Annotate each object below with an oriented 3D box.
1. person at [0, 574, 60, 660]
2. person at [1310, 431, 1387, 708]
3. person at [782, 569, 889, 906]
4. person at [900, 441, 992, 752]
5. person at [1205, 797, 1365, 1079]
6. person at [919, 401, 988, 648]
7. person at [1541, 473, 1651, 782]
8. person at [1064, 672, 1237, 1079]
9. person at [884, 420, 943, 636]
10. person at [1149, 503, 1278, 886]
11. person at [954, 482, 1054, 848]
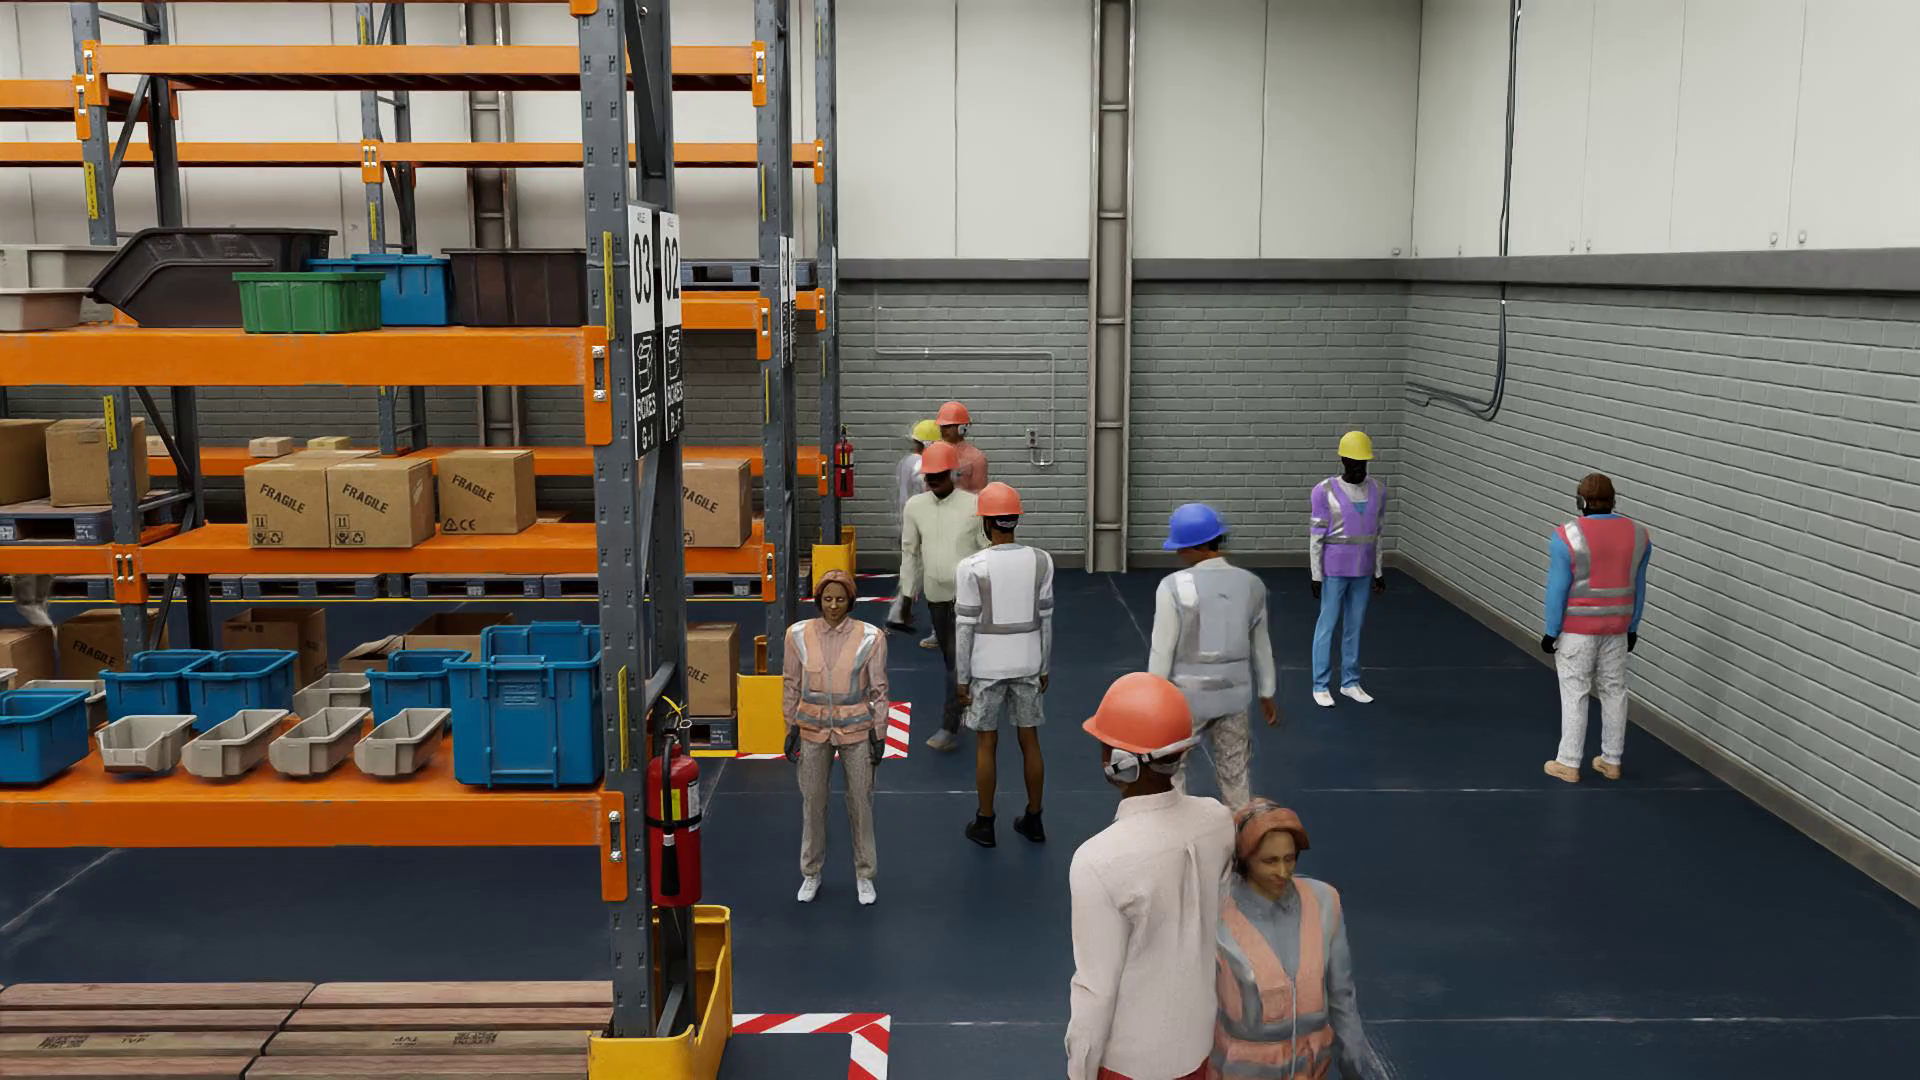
[{"bbox_3d":[-7.037,0.180,12.667,0.614,1.612,0.520,5,10,28],"label":"person"},{"bbox_3d":[2.705,0.199,11.550,0.591,1.926,0.387,-3,10,-20],"label":"person"},{"bbox_3d":[-0.591,0.939,7.931,0.516,1.633,0.317,1,9,6],"label":"person"},{"bbox_3d":[-0.096,0.346,10.578,0.616,1.942,0.953,4,10,25],"label":"person"},{"bbox_3d":[0.838,1.489,4.579,0.521,1.612,0.715,-4,10,-23],"label":"person"},{"bbox_3d":[-0.049,-0.101,13.184,0.612,1.995,0.376,8,12,40],"label":"person"},{"bbox_3d":[3.736,0.522,9.862,0.625,1.835,0.430,-2,9,-9],"label":"person"},{"bbox_3d":[0.483,1.326,4.427,0.375,1.997,0.612,9,13,42],"label":"person"},{"bbox_3d":[-0.310,-0.084,13.781,0.779,1.814,0.594,-2,9,-12],"label":"person"},{"bbox_3d":[1.214,0.775,8.084,0.726,1.920,0.447,-3,10,-19],"label":"person"},{"bbox_3d":[0.219,0.656,8.763,0.546,1.929,0.384,-3,10,-18],"label":"person"}]
